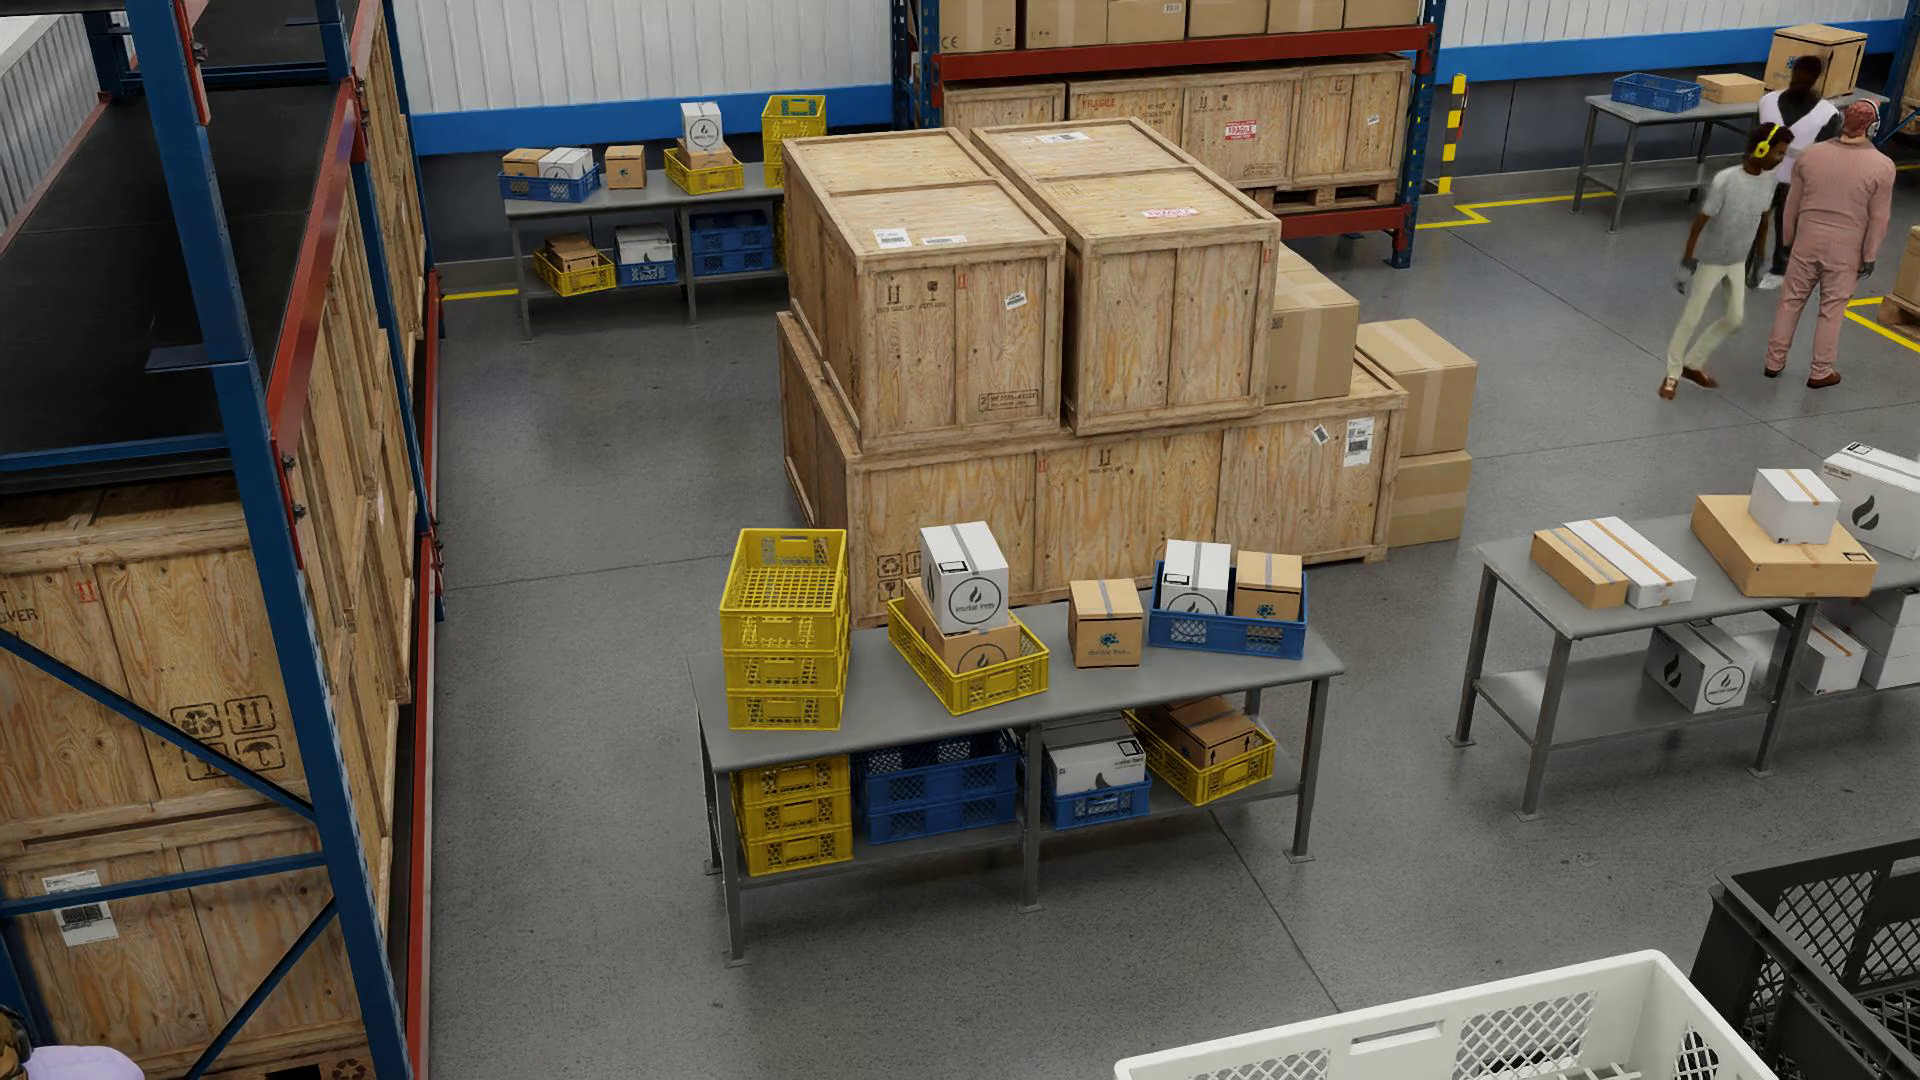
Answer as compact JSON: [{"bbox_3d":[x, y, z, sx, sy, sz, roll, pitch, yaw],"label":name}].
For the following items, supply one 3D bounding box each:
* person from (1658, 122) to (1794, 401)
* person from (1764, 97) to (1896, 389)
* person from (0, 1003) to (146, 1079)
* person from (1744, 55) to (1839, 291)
[{"bbox_3d":[4.886,-1.775,10.695,0.653,1.849,0.396,-8,30,-14],"label":"person"},{"bbox_3d":[5.721,-1.944,10.934,0.409,1.908,0.640,-26,38,-38],"label":"person"},{"bbox_3d":[-2.189,1.835,4.053,0.625,1.933,0.374,-19,34,-31],"label":"person"},{"bbox_3d":[6.076,-2.660,12.302,0.610,1.875,0.953,24,37,36],"label":"person"}]
